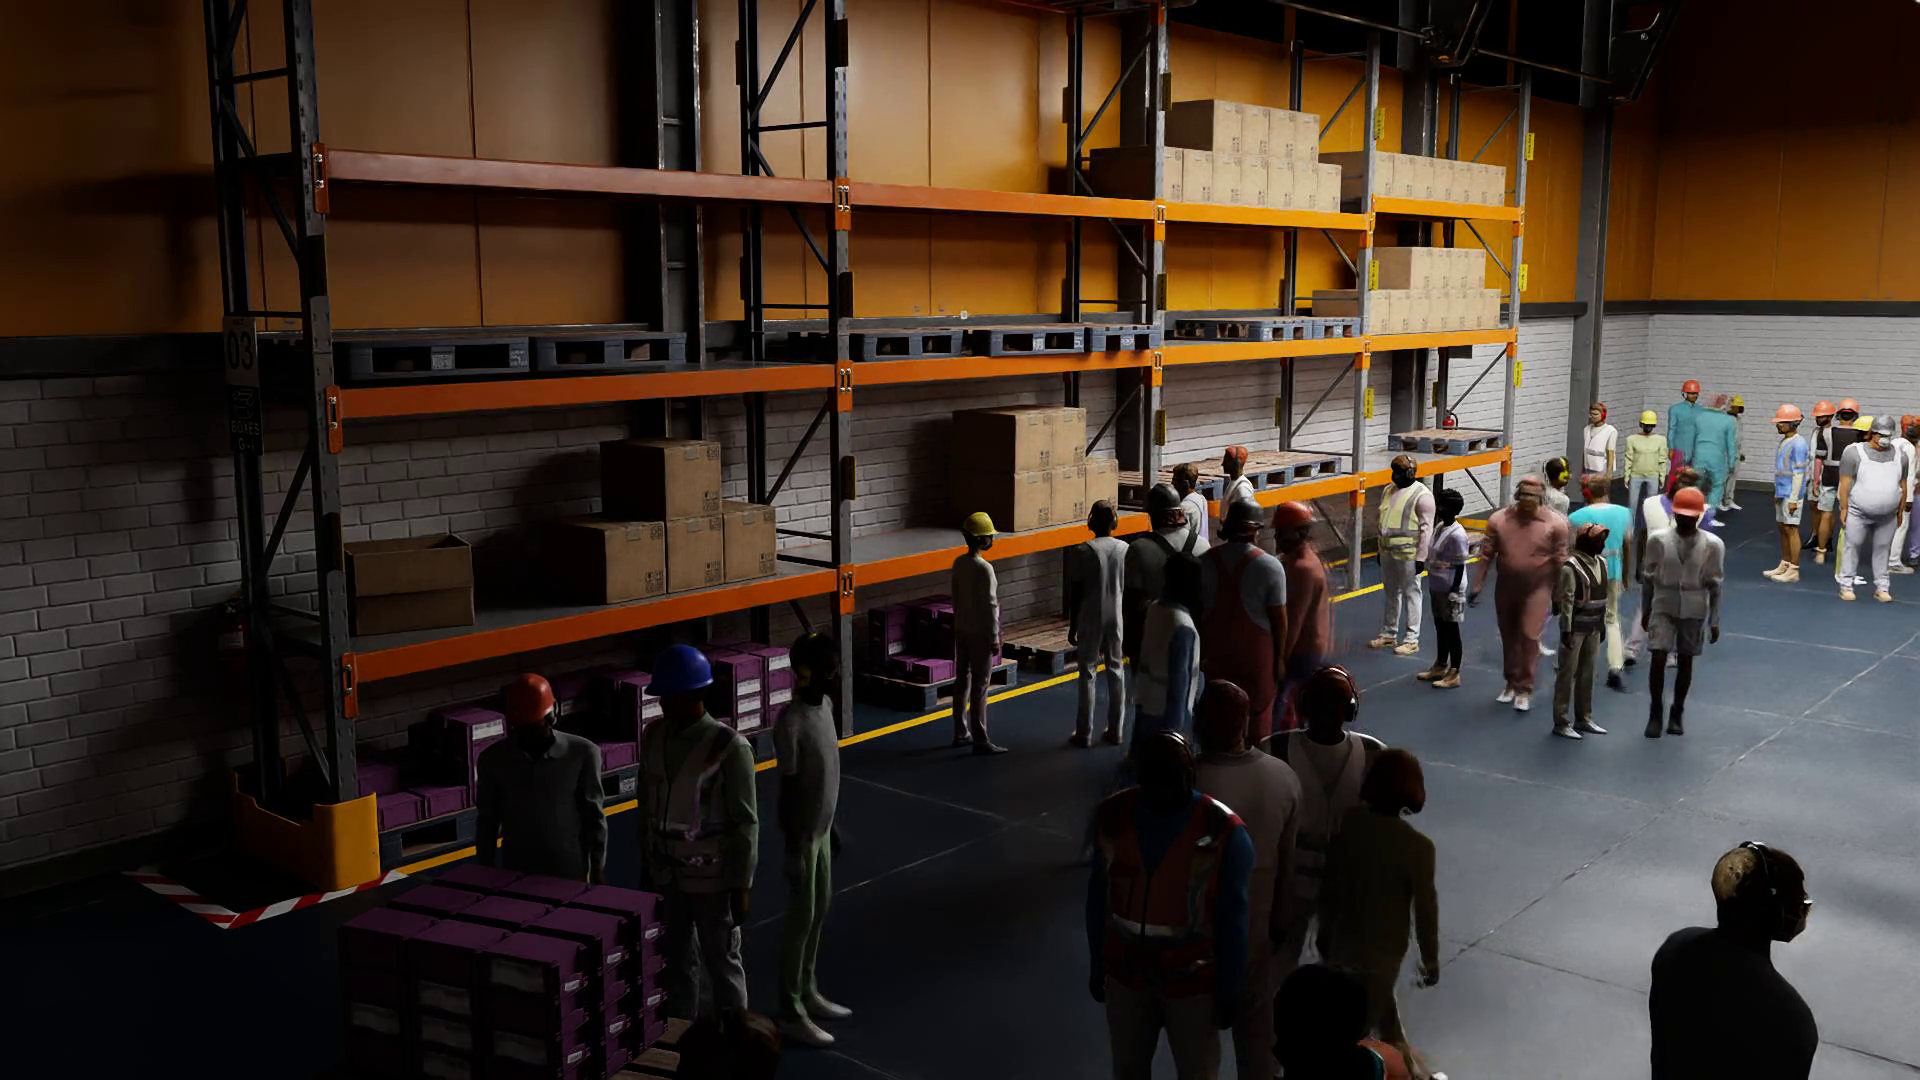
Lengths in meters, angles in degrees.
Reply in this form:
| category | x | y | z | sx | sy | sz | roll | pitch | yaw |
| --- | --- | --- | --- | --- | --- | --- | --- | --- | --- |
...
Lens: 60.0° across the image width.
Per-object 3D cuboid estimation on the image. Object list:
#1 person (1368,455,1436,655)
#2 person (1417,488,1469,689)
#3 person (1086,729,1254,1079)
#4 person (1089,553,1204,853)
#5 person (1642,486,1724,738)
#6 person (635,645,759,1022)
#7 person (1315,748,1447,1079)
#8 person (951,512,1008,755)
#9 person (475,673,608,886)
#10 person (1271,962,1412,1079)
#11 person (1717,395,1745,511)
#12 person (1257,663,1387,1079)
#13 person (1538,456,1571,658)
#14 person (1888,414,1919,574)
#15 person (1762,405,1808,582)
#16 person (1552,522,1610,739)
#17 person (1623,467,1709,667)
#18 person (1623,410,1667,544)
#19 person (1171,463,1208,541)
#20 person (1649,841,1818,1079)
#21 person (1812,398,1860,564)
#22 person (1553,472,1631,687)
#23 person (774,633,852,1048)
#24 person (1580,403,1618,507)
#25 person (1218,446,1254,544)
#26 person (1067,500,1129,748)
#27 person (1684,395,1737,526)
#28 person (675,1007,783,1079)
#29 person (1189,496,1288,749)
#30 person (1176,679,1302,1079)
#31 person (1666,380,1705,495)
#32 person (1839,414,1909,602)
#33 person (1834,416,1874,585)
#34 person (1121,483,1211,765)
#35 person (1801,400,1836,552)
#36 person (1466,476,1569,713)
| category | x | y | z | sx | sy | sz | roll | pitch | yaw |
| --- | --- | --- | --- | --- | --- | --- | --- | --- | --- |
| person | 4.076 | 0.128 | 15.390 | 0.429 | 1.843 | 0.632 | -5 | 10 | -28 |
| person | 4.107 | 0.403 | 14.072 | 0.316 | 1.700 | 0.540 | -1 | 9 | -6 |
| person | 0.744 | 1.579 | 6.083 | 0.624 | 1.835 | 0.431 | 5 | 10 | 27 |
| person | 1.225 | 0.991 | 9.757 | 0.987 | 1.877 | 0.611 | -2 | 9 | -15 |
| person | 5.382 | 0.550 | 12.421 | 0.551 | 1.909 | 0.656 | 4 | 10 | 24 |
| person | -1.119 | 1.385 | 6.945 | 0.615 | 1.945 | 0.404 | 6 | 11 | 33 |
| person | 1.670 | 1.609 | 6.661 | 0.853 | 1.579 | 0.513 | -5 | 10 | -27 |
| person | 0.127 | 0.675 | 12.105 | 0.314 | 1.769 | 0.523 | -5 | 10 | -31 |
| person | -1.842 | 1.428 | 7.333 | 0.578 | 1.738 | 0.354 | -1 | 9 | -5 |
| person | 0.965 | 1.890 | 4.033 | 1.027 | 1.849 | 0.626 | 7 | 11 | 36 |
| person | 11.597 | -1.307 | 24.985 | 0.495 | 1.736 | 0.309 | -5 | 10 | -30 |
| person | 1.476 | 1.429 | 6.863 | 0.572 | 1.886 | 0.354 | 0 | 9 | -1 |
| person | 5.345 | 0.164 | 15.137 | 0.390 | 1.854 | 0.536 | -3 | 9 | -20 |
| person | 11.093 | -0.542 | 19.606 | 0.365 | 1.878 | 0.587 | 1 | 9 | 9 |
| person | 9.452 | -0.533 | 19.053 | 0.418 | 2.035 | 0.609 | 1 | 9 | 9 |
| person | 4.694 | 0.676 | 12.537 | 0.514 | 1.634 | 0.313 | -6 | 11 | -33 |
| person | 6.208 | 0.272 | 14.621 | 0.601 | 1.793 | 0.795 | 6 | 11 | 34 |
| person | 8.957 | -0.818 | 21.762 | 0.525 | 1.760 | 0.340 | 2 | 9 | 13 |
| person | 2.035 | 0.228 | 14.774 | 0.343 | 1.838 | 0.509 | 5 | 10 | 29 |
| person | 2.112 | 1.761 | 4.552 | 0.372 | 1.940 | 0.631 | -1 | 9 | -8 |
| person | 10.653 | -0.694 | 20.107 | 0.617 | 2.028 | 0.410 | 4 | 10 | 25 |
| person | 5.447 | 0.327 | 14.172 | 0.626 | 1.811 | 0.810 | -1 | 9 | -5 |
| person | -0.671 | 1.332 | 7.542 | 0.313 | 1.869 | 0.532 | 2 | 9 | 15 |
| person | 8.440 | -0.890 | 21.974 | 0.388 | 1.837 | 0.561 | -3 | 9 | -18 |
| person | 2.619 | 0.043 | 15.809 | 0.355 | 1.883 | 0.572 | 0 | 9 | 0 |
| person | 1.042 | 0.619 | 12.254 | 0.502 | 1.840 | 0.346 | -3 | 9 | -16 |
| person | 10.479 | -1.103 | 23.287 | 0.545 | 1.865 | 0.721 | -7 | 11 | -39 |
| person | -0.467 | 1.932 | 3.786 | 0.338 | 1.837 | 0.509 | -1 | 9 | -9 |
| person | 1.869 | 0.708 | 11.011 | 0.677 | 2.000 | 0.536 | 5 | 10 | 31 |
| person | 0.992 | 1.480 | 6.463 | 0.654 | 1.906 | 0.408 | -4 | 10 | -24 |
| person | 10.691 | -1.359 | 24.485 | 0.609 | 1.996 | 0.379 | -2 | 9 | -13 |
| person | 9.795 | -0.348 | 17.821 | 0.679 | 2.000 | 0.535 | 2 | 9 | 11 |
| person | 10.185 | -0.452 | 18.894 | 0.395 | 1.918 | 0.586 | 3 | 9 | 20 |
| person | 1.420 | 0.596 | 11.732 | 0.681 | 2.000 | 0.535 | -4 | 9 | -22 |
| person | 10.946 | -0.809 | 21.147 | 0.387 | 1.931 | 0.543 | -2 | 9 | -10 |
| person | 4.431 | 0.432 | 13.306 | 0.703 | 1.880 | 0.798 | 6 | 11 | 36 |
